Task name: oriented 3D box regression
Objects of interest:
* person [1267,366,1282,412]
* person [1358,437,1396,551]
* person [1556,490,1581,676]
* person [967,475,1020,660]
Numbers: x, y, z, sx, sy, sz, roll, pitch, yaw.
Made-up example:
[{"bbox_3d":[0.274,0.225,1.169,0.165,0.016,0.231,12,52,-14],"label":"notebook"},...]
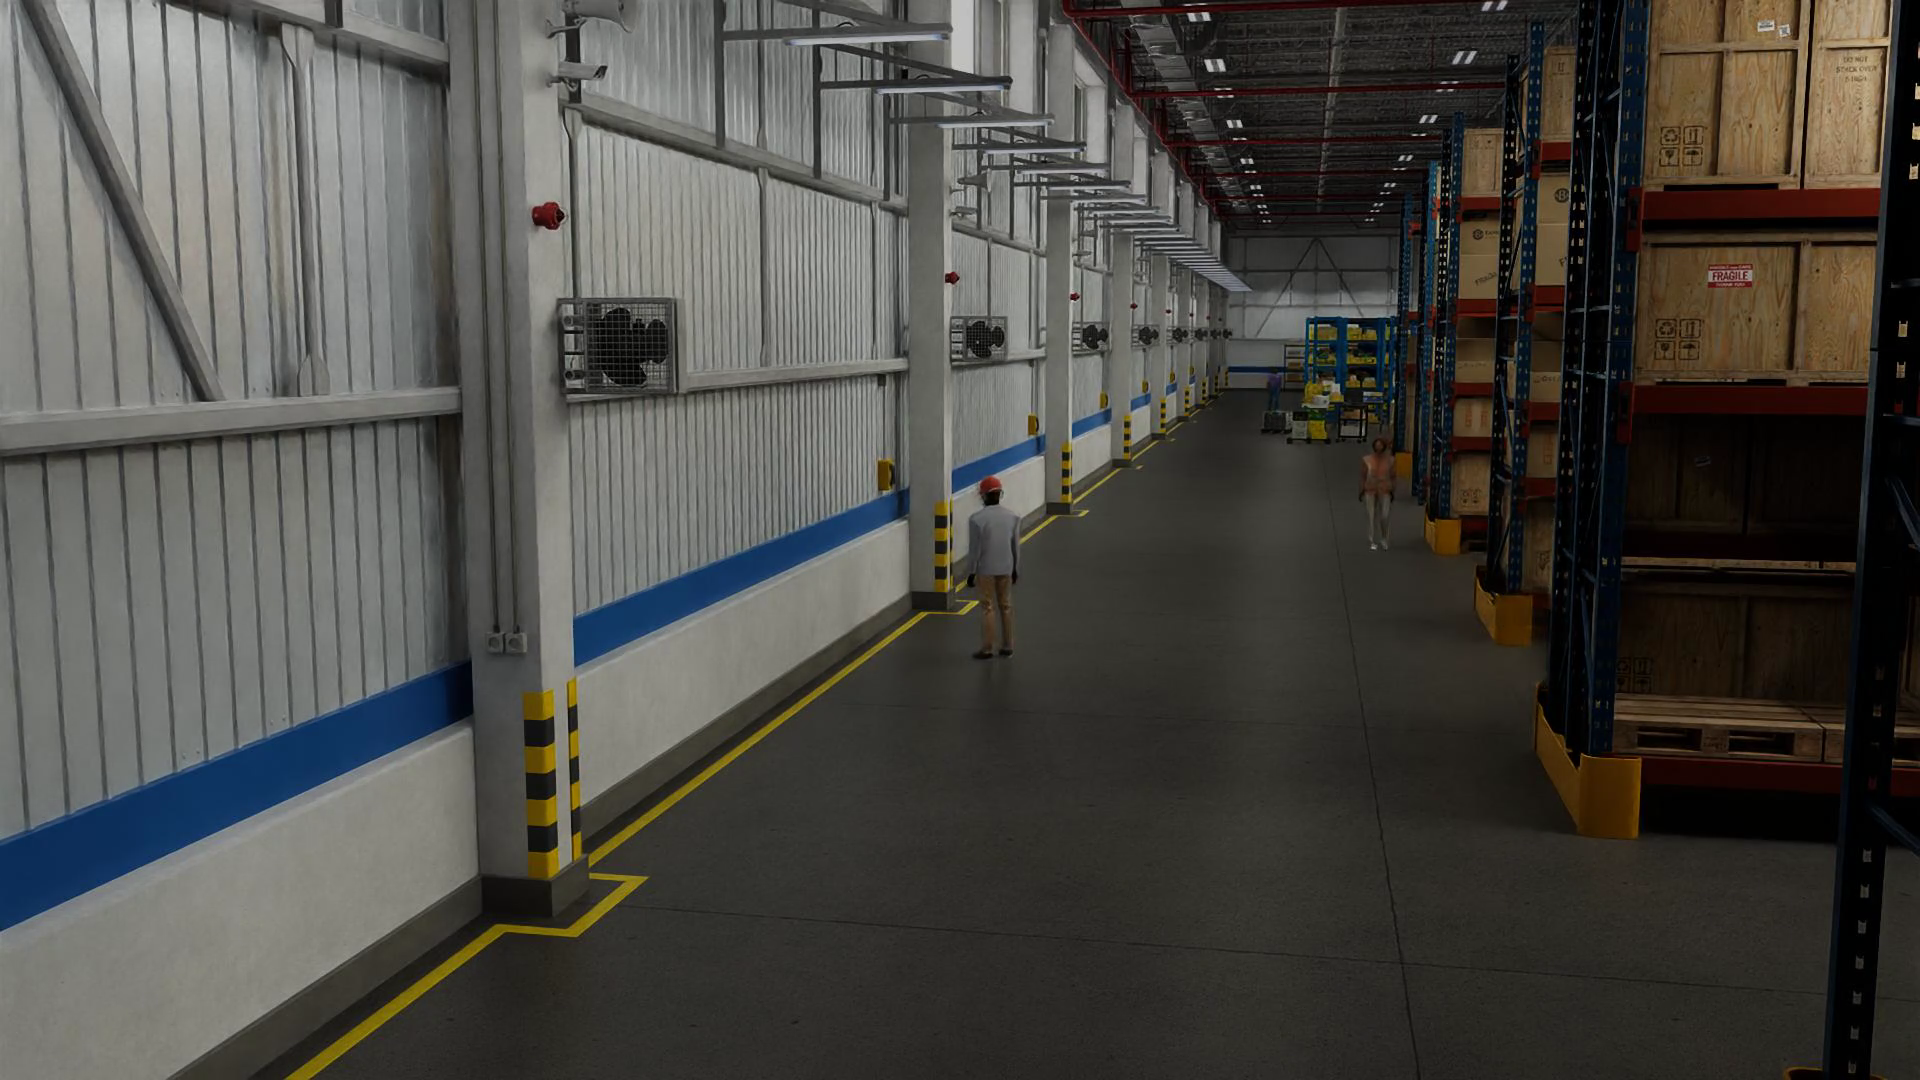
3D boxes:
[{"bbox_3d":[12.039,-5.754,63.632,0.591,1.826,0.457,0,7,-3],"label":"person"},{"bbox_3d":[5.908,-0.644,23.561,0.521,1.620,0.573,2,7,14],"label":"person"},{"bbox_3d":[4.907,0.480,13.108,0.441,1.977,0.654,0,7,-3],"label":"person"},{"bbox_3d":[0.301,0.259,15.799,0.573,1.746,0.346,-4,8,-32],"label":"person"}]
